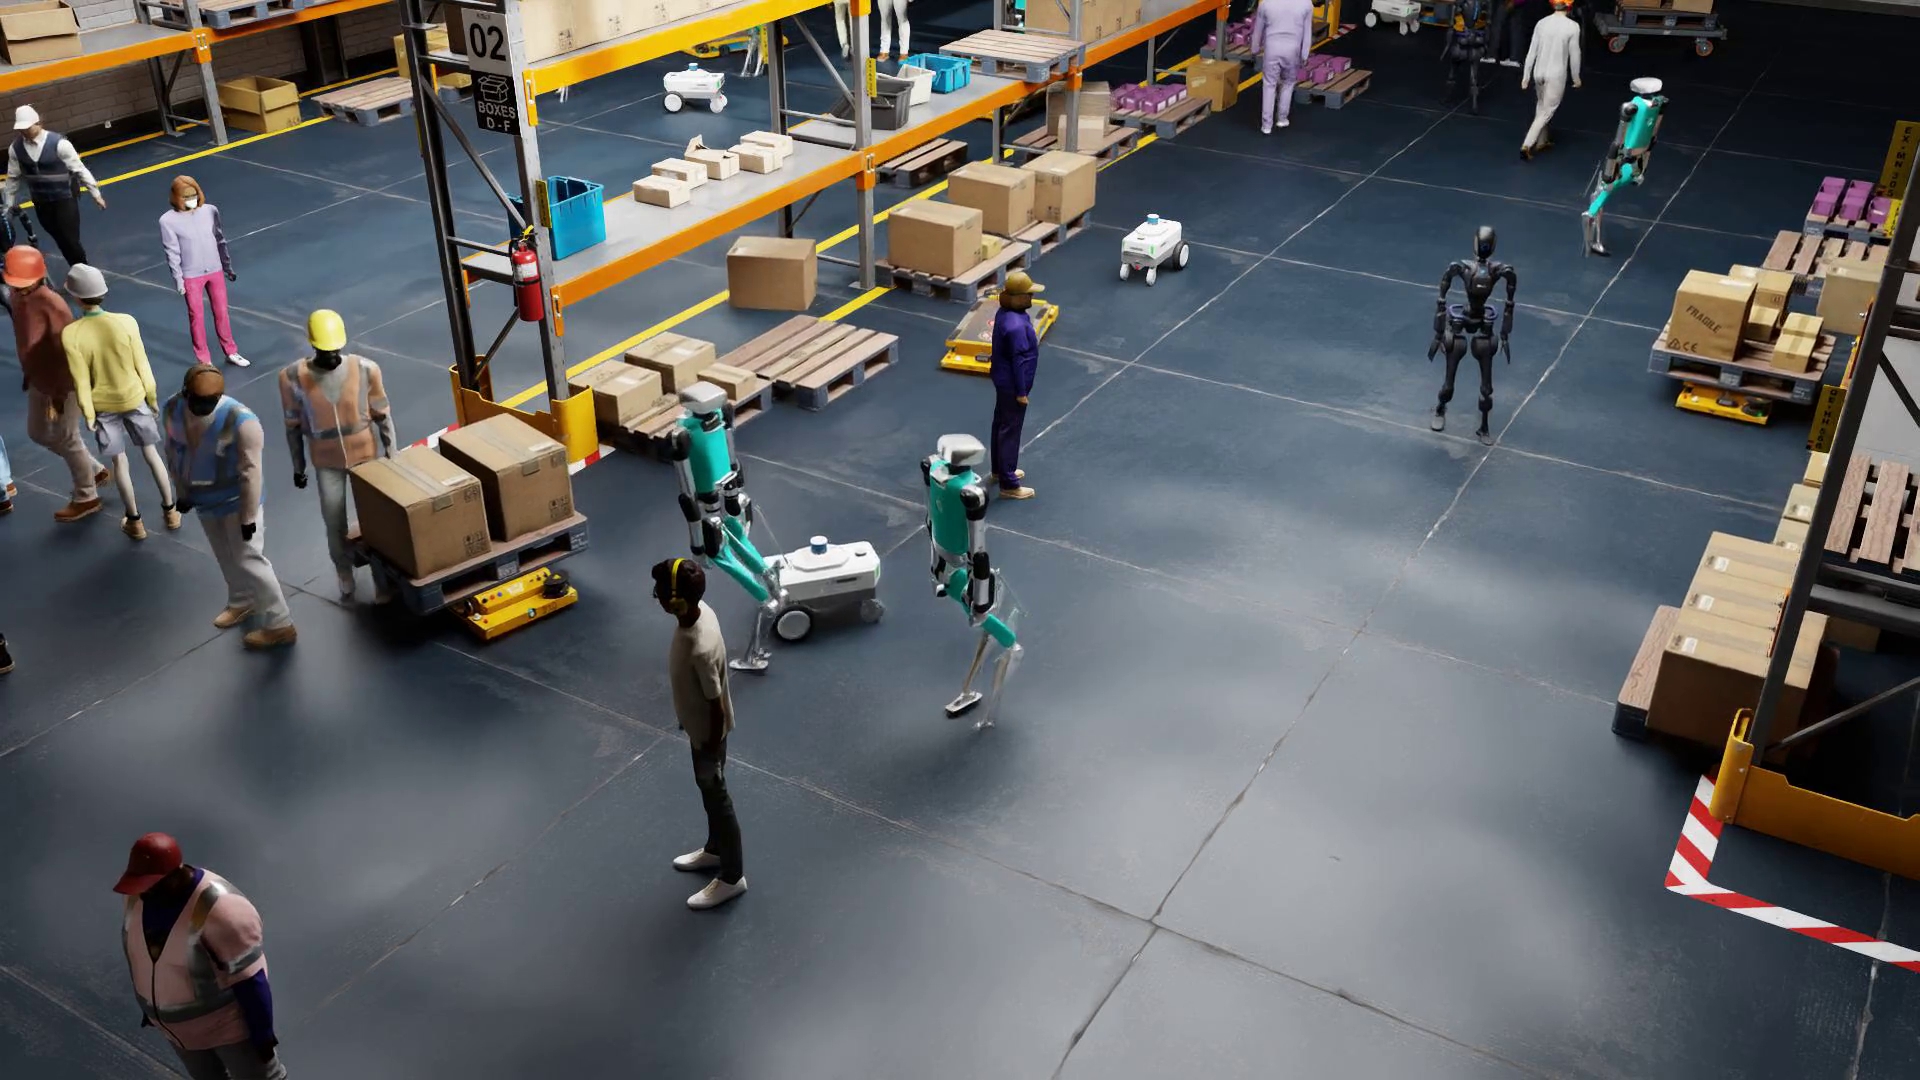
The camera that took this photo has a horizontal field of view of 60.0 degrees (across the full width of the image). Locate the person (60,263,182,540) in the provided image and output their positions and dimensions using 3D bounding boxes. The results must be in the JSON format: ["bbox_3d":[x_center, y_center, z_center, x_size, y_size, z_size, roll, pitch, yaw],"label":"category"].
[{"bbox_3d":[-5.494,-0.893,10.872,0.485,1.893,0.374,-21,36,-32],"label":"person"}]

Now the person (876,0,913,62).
[{"bbox_3d":[-0.891,-7.409,22.356,0.630,1.936,0.363,9,31,15],"label":"person"}]

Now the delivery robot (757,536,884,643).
[{"bbox_3d":[-0.880,0.270,10.188,0.794,0.609,0.499,-9,31,-16],"label":"delivery robot"}]

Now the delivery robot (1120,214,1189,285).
[{"bbox_3d":[1.788,-2.736,15.492,0.499,0.595,0.792,15,33,25],"label":"delivery robot"}]

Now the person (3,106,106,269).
[{"bbox_3d":[-8.008,-2.955,14.668,0.804,1.735,0.618,-1,29,-2],"label":"person"}]

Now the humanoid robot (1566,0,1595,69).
[{"bbox_3d":[8.217,-7.151,22.207,0.612,1.640,0.751,-22,36,-33],"label":"humanoid robot"}]

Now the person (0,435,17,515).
[{"bbox_3d":[-6.753,-1.088,11.125,0.388,1.985,0.609,-9,31,-16],"label":"person"}]

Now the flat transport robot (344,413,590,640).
[{"bbox_3d":[-3.125,0.178,10.627,0.659,0.231,1.431,-26,38,-38],"label":"flat transport robot"}]

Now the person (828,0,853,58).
[{"bbox_3d":[-1.529,-7.368,22.491,0.589,1.731,0.440,-5,30,-8],"label":"person"}]

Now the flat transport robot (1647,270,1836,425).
[{"bbox_3d":[6.205,-1.315,13.268,0.659,0.231,1.431,17,34,27],"label":"flat transport robot"}]

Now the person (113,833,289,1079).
[{"bbox_3d":[-2.839,1.791,6.278,0.596,1.746,0.417,9,31,16],"label":"person"}]

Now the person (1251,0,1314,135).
[{"bbox_3d":[3.736,-5.697,19.383,0.684,1.874,0.621,5,30,9],"label":"person"}]

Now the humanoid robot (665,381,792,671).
[{"bbox_3d":[-1.223,-0.014,9.485,0.715,1.807,0.530,14,32,23],"label":"humanoid robot"}]

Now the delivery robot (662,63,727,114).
[{"bbox_3d":[-3.279,-5.568,20.496,0.782,0.589,0.499,2,30,4],"label":"delivery robot"}]

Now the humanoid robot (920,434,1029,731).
[{"bbox_3d":[0.145,0.202,9.072,0.664,1.775,0.541,-17,34,-27],"label":"humanoid robot"}]

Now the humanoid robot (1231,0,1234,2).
[{"bbox_3d":[4.182,-9.072,25.580,0.596,1.637,0.611,26,38,38],"label":"humanoid robot"}]

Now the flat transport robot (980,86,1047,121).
[{"bbox_3d":[0.672,-5.481,20.637,0.659,0.231,1.431,17,33,27],"label":"flat transport robot"}]

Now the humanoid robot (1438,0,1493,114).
[{"bbox_3d":[6.178,-6.018,20.210,0.616,1.630,0.779,-5,30,-9],"label":"humanoid robot"}]

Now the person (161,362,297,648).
[{"bbox_3d":[-4.331,-0.227,9.791,0.650,1.813,0.439,13,32,21],"label":"person"}]

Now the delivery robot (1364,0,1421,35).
[{"bbox_3d":[6.358,-7.728,24.305,0.499,0.579,0.766,-22,36,-34],"label":"delivery robot"}]

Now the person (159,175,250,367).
[{"bbox_3d":[-6.053,-2.119,13.301,0.287,1.633,0.497,21,36,33],"label":"person"}]

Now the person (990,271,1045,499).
[{"bbox_3d":[0.391,-1.082,11.474,0.351,1.622,0.464,-5,30,-8],"label":"person"}]

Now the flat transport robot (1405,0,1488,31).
[{"bbox_3d":[7.055,-7.800,24.740,1.431,0.231,0.659,23,37,34],"label":"flat transport robot"}]

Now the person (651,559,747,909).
[{"bbox_3d":[-1.214,0.900,7.733,0.336,1.863,0.517,-8,31,-14],"label":"person"}]

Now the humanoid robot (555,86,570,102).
[{"bbox_3d":[-5.021,-6.352,20.731,0.547,1.816,0.792,15,33,24],"label":"humanoid robot"}]

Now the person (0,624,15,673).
[{"bbox_3d":[-5.808,-0.124,9.454,0.371,1.960,0.604,-16,33,-26],"label":"person"}]

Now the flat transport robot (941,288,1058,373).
[{"bbox_3d":[0.354,-1.762,14.058,0.659,0.231,1.431,8,30,14],"label":"flat transport robot"}]

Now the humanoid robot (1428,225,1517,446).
[{"bbox_3d":[3.764,-1.531,12.227,0.588,1.638,0.420,4,30,7],"label":"humanoid robot"}]

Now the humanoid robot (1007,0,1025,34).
[{"bbox_3d":[0.896,-6.495,20.976,0.532,1.779,0.857,7,30,12],"label":"humanoid robot"}]

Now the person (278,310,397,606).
[{"bbox_3d":[-3.744,-0.491,10.137,0.622,1.911,0.450,-13,32,-21],"label":"person"}]

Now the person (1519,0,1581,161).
[{"bbox_3d":[6.543,-5.179,18.494,0.879,1.863,0.553,-23,37,-35],"label":"person"}]

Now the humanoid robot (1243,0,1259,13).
[{"bbox_3d":[4.436,-8.733,24.954,0.771,1.822,0.562,0,29,1],"label":"humanoid robot"}]

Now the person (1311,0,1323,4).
[{"bbox_3d":[5.734,-9.178,25.580,0.633,1.841,0.429,18,34,29],"label":"person"}]

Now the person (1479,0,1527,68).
[{"bbox_3d":[7.297,-7.256,22.195,0.710,1.824,0.537,22,36,33],"label":"person"}]

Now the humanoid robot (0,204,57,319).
[{"bbox_3d":[-7.491,-2.073,13.185,0.370,1.646,0.609,14,32,24],"label":"humanoid robot"}]

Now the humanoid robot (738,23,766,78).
[{"bbox_3d":[-2.751,-6.930,21.700,0.541,1.782,0.725,19,35,30],"label":"humanoid robot"}]

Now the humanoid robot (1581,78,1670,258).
[{"bbox_3d":[6.117,-3.460,15.670,0.542,1.872,0.765,-15,33,-24],"label":"humanoid robot"}]

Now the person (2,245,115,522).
[{"bbox_3d":[-6.048,-1.047,11.077,0.656,1.958,0.436,22,36,33],"label":"person"}]

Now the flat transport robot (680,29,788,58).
[{"bbox_3d":[-3.191,-6.993,23.312,1.431,0.231,0.659,-21,36,-33],"label":"flat transport robot"}]
